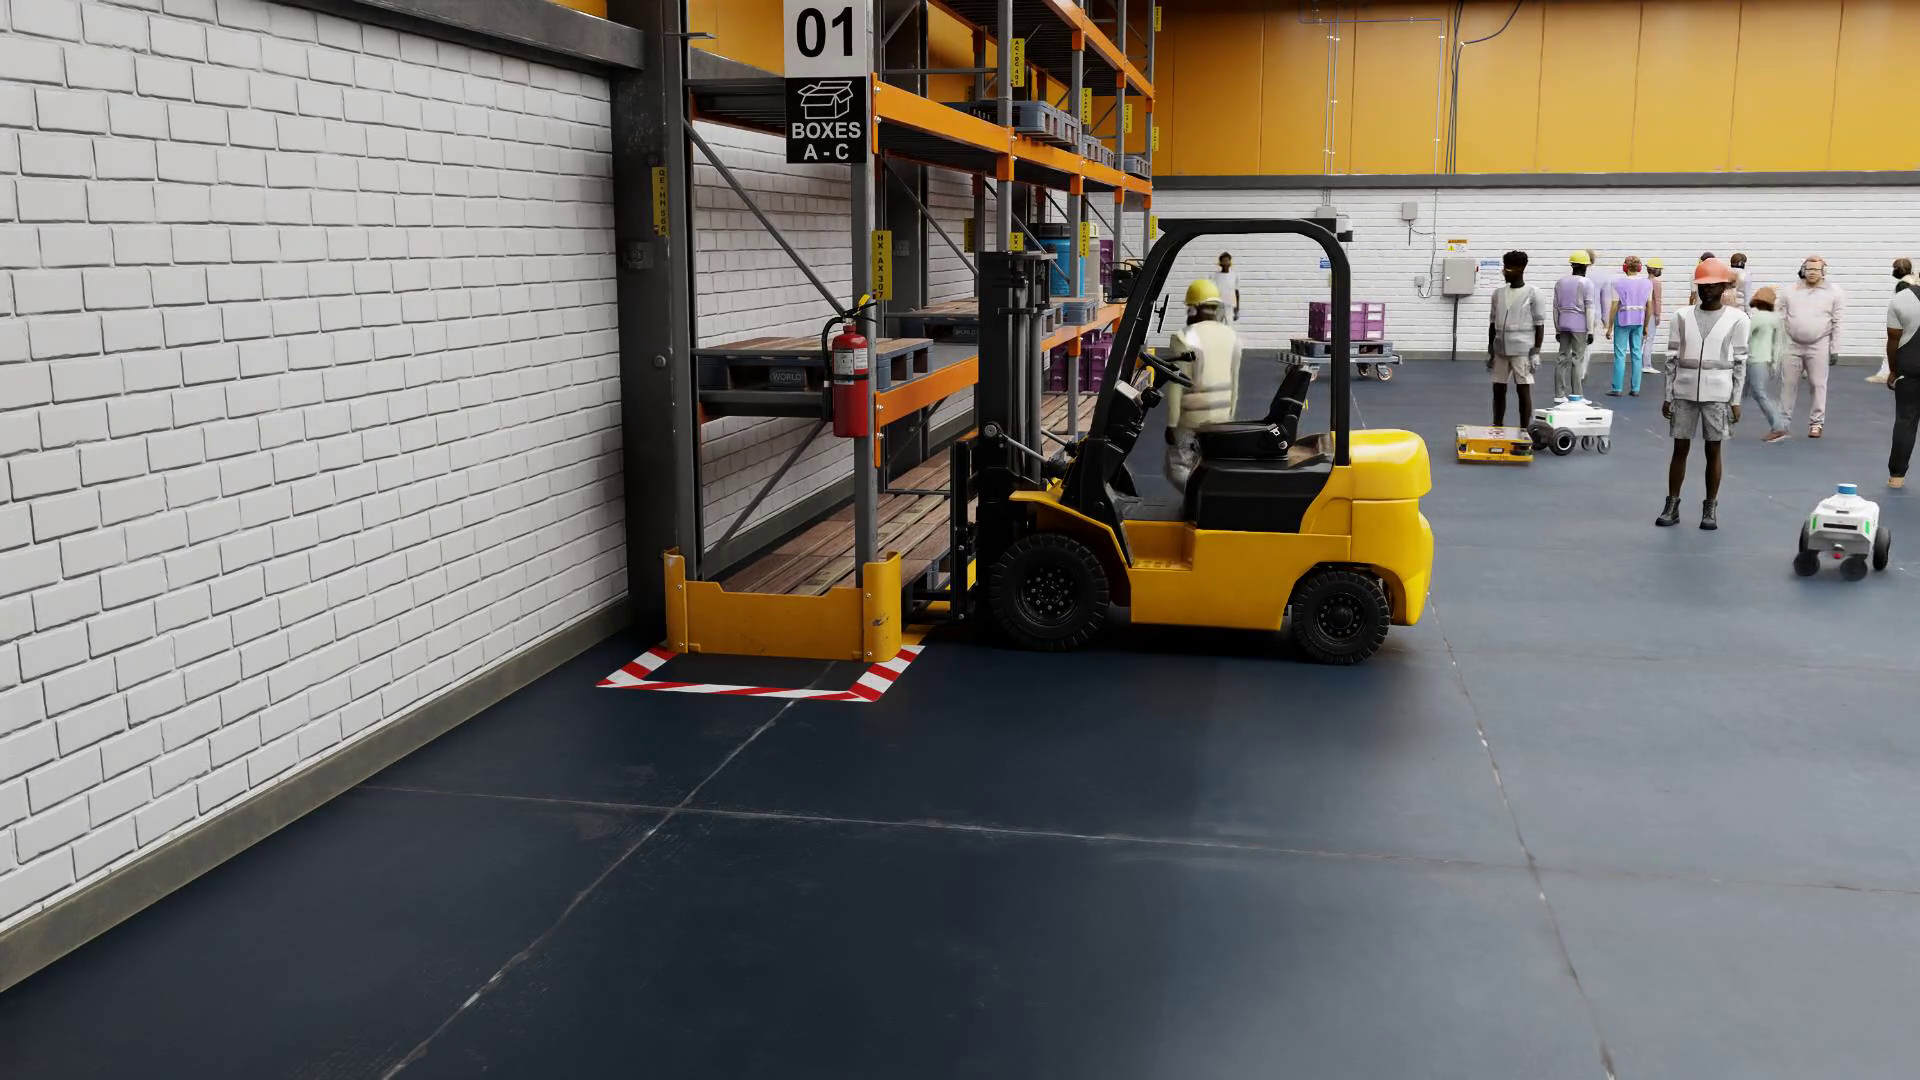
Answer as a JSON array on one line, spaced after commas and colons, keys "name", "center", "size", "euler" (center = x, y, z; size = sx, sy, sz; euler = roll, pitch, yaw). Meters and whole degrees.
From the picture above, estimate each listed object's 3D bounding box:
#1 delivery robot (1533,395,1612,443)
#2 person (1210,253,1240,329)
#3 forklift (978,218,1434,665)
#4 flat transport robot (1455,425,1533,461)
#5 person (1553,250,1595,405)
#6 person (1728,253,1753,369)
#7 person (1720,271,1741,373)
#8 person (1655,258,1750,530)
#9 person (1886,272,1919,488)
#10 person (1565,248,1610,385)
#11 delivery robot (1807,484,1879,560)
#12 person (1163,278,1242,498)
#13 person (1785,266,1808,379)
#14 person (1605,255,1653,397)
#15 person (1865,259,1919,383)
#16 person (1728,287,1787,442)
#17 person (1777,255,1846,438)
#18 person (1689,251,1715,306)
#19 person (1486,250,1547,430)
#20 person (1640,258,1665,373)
[{"name": "delivery robot", "center": [5.948, -1.163, 16.139], "size": [0.707, 0.478, 0.477], "euler": [-2, 11, -13]}, {"name": "person", "center": [4.245, -3.690, 26.761], "size": [0.508, 1.831, 0.926], "euler": [1, 10, 8]}, {"name": "forklift", "center": [1.285, -0.567, 8.635], "size": [2.313, 2.155, 1.214], "euler": [2, 11, 11]}, {"name": "flat transport robot", "center": [5.096, -0.934, 15.923], "size": [0.652, 0.197, 1.431], "euler": [3, 11, 15]}, {"name": "person", "center": [7.683, -2.653, 20.800], "size": [0.366, 1.927, 0.585], "euler": [-6, 12, -31]}, {"name": "person", "center": [12.183, -3.586, 26.171], "size": [0.429, 1.838, 0.621], "euler": [-7, 12, -32]}, {"name": "person", "center": [10.454, -2.871, 22.809], "size": [0.587, 1.622, 0.526], "euler": [1, 10, 8]}, {"name": "person", "center": [5.325, -1.041, 11.932], "size": [0.542, 1.939, 0.368], "euler": [7, 12, 34]}, {"name": "person", "center": [8.056, -1.433, 13.803], "size": [0.681, 2.000, 0.538], "euler": [7, 12, 34]}, {"name": "person", "center": [8.842, -3.181, 23.720], "size": [0.655, 1.913, 0.803], "euler": [0, 10, 0]}, {"name": "delivery robot", "center": [5.498, -0.105, 10.342], "size": [0.477, 0.478, 0.707], "euler": [6, 12, 31]}, {"name": "person", "center": [1.629, -0.834, 11.129], "size": [0.608, 1.813, 0.484], "euler": [-6, 12, -32]}, {"name": "person", "center": [12.271, -3.151, 24.181], "size": [0.652, 1.672, 0.548], "euler": [-9, 14, -42]}, {"name": "person", "center": [8.765, -2.793, 21.792], "size": [0.574, 1.843, 0.375], "euler": [-1, 10, -6]}, {"name": "person", "center": [13.535, -3.111, 23.762], "size": [0.647, 1.786, 0.810], "euler": [-10, 14, -44]}, {"name": "person", "center": [8.203, -1.806, 17.128], "size": [0.495, 1.576, 0.777], "euler": [-10, 14, -44]}, {"name": "person", "center": [8.873, -2.019, 17.419], "size": [0.653, 1.899, 0.397], "euler": [8, 13, 37]}, {"name": "person", "center": [11.347, -3.452, 25.354], "size": [0.530, 1.866, 0.315], "euler": [1, 10, 4]}, {"name": "person", "center": [5.472, -1.869, 16.432], "size": [0.393, 1.957, 0.644], "euler": [-8, 13, -37]}, {"name": "person", "center": [10.623, -3.450, 25.621], "size": [0.330, 1.765, 0.526], "euler": [-2, 11, -11]}]
